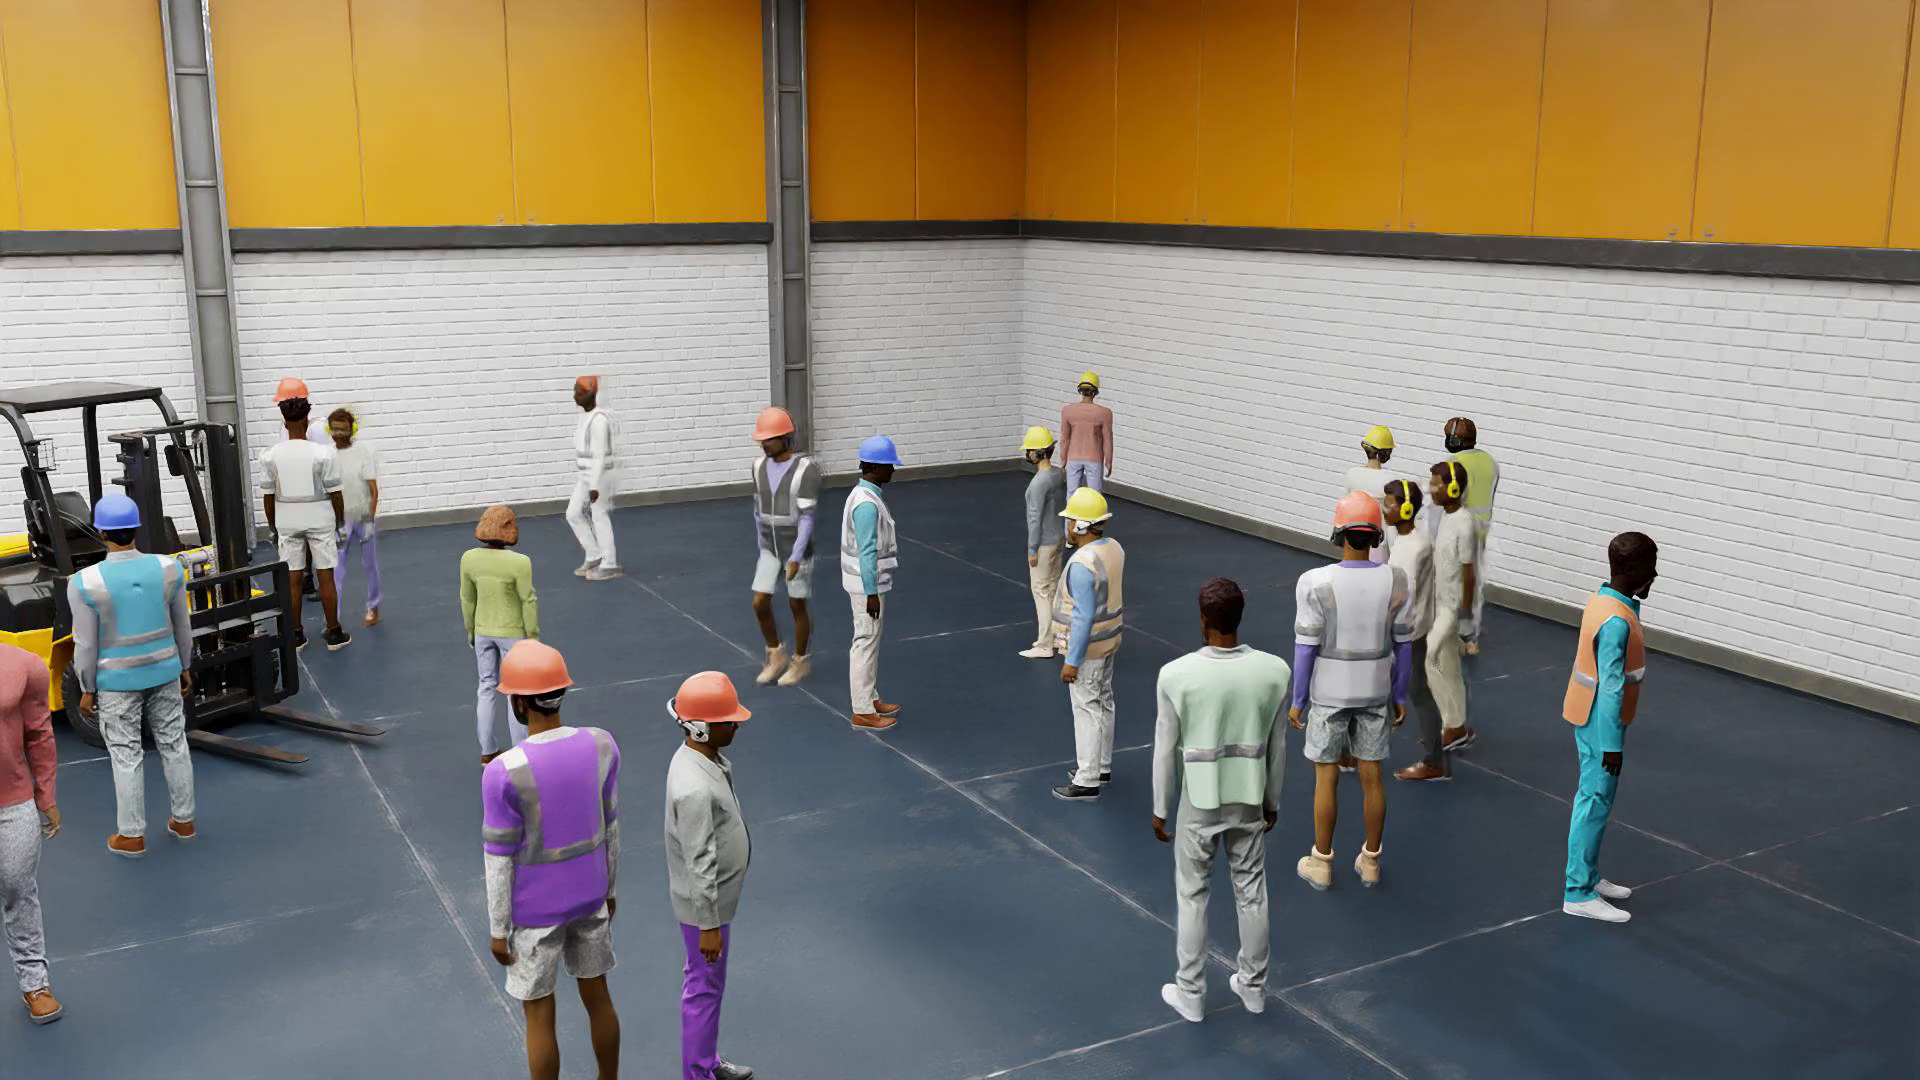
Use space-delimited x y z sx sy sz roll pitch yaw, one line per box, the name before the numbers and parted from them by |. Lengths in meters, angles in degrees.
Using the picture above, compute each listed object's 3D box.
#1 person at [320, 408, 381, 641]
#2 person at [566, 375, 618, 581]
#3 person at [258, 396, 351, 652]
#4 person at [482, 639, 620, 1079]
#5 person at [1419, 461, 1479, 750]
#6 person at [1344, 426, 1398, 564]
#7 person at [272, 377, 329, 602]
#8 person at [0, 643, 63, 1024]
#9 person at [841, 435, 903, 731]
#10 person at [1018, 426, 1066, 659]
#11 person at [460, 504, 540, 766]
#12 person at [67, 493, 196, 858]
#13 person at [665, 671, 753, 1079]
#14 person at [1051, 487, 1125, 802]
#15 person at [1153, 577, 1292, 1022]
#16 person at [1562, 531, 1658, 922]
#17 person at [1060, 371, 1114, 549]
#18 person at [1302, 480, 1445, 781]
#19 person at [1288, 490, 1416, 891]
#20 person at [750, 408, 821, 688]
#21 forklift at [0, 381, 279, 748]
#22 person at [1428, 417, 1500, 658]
person | -4.820 -0.124 13.102 0.491 1.804 1.022 -1 12 -4
person | -3.340 -0.546 14.939 0.529 1.862 0.606 -6 14 -27
person | -4.987 -0.118 12.688 0.606 1.967 0.367 -2 12 -7
person | -1.501 1.307 6.104 0.547 1.929 0.386 -12 17 -43
person | 3.049 0.424 10.437 0.463 1.849 0.512 2 12 9
person | 3.107 0.018 12.525 0.312 1.768 0.530 -8 14 -33
person | -5.620 -0.433 14.243 0.547 1.934 0.376 7 14 29
person | -4.091 1.122 6.946 0.631 1.940 0.372 -9 15 -37
person | -0.573 0.279 10.906 0.415 1.939 0.604 0 12 -1
person | 0.614 0.018 12.553 0.340 1.761 0.529 5 13 23
person | -2.793 0.590 10.156 0.507 1.631 0.266 4 13 18
person | -4.375 0.723 8.833 0.401 1.952 0.615 10 16 40
person | -0.944 1.343 6.342 0.333 1.749 0.574 -2 12 -8
person | 0.728 0.601 9.631 0.403 1.835 0.586 5 13 23
person | 1.113 1.109 7.092 0.586 1.907 0.393 -2 12 -11
person | 3.136 0.892 8.094 0.397 1.911 0.587 4 13 19
person | 1.239 -0.768 16.243 0.531 1.755 0.343 4 13 17
person | 2.505 0.553 9.857 0.914 1.829 0.557 0 12 2
person | 1.957 0.761 8.387 0.615 2.042 0.374 -1 12 -5
person | -1.246 0.071 11.698 0.598 2.014 0.549 7 14 29
forklift | -5.853 0.085 11.199 2.313 2.155 1.214 7 14 28
person | 3.741 -0.011 12.516 0.624 1.837 0.429 -7 14 -30
